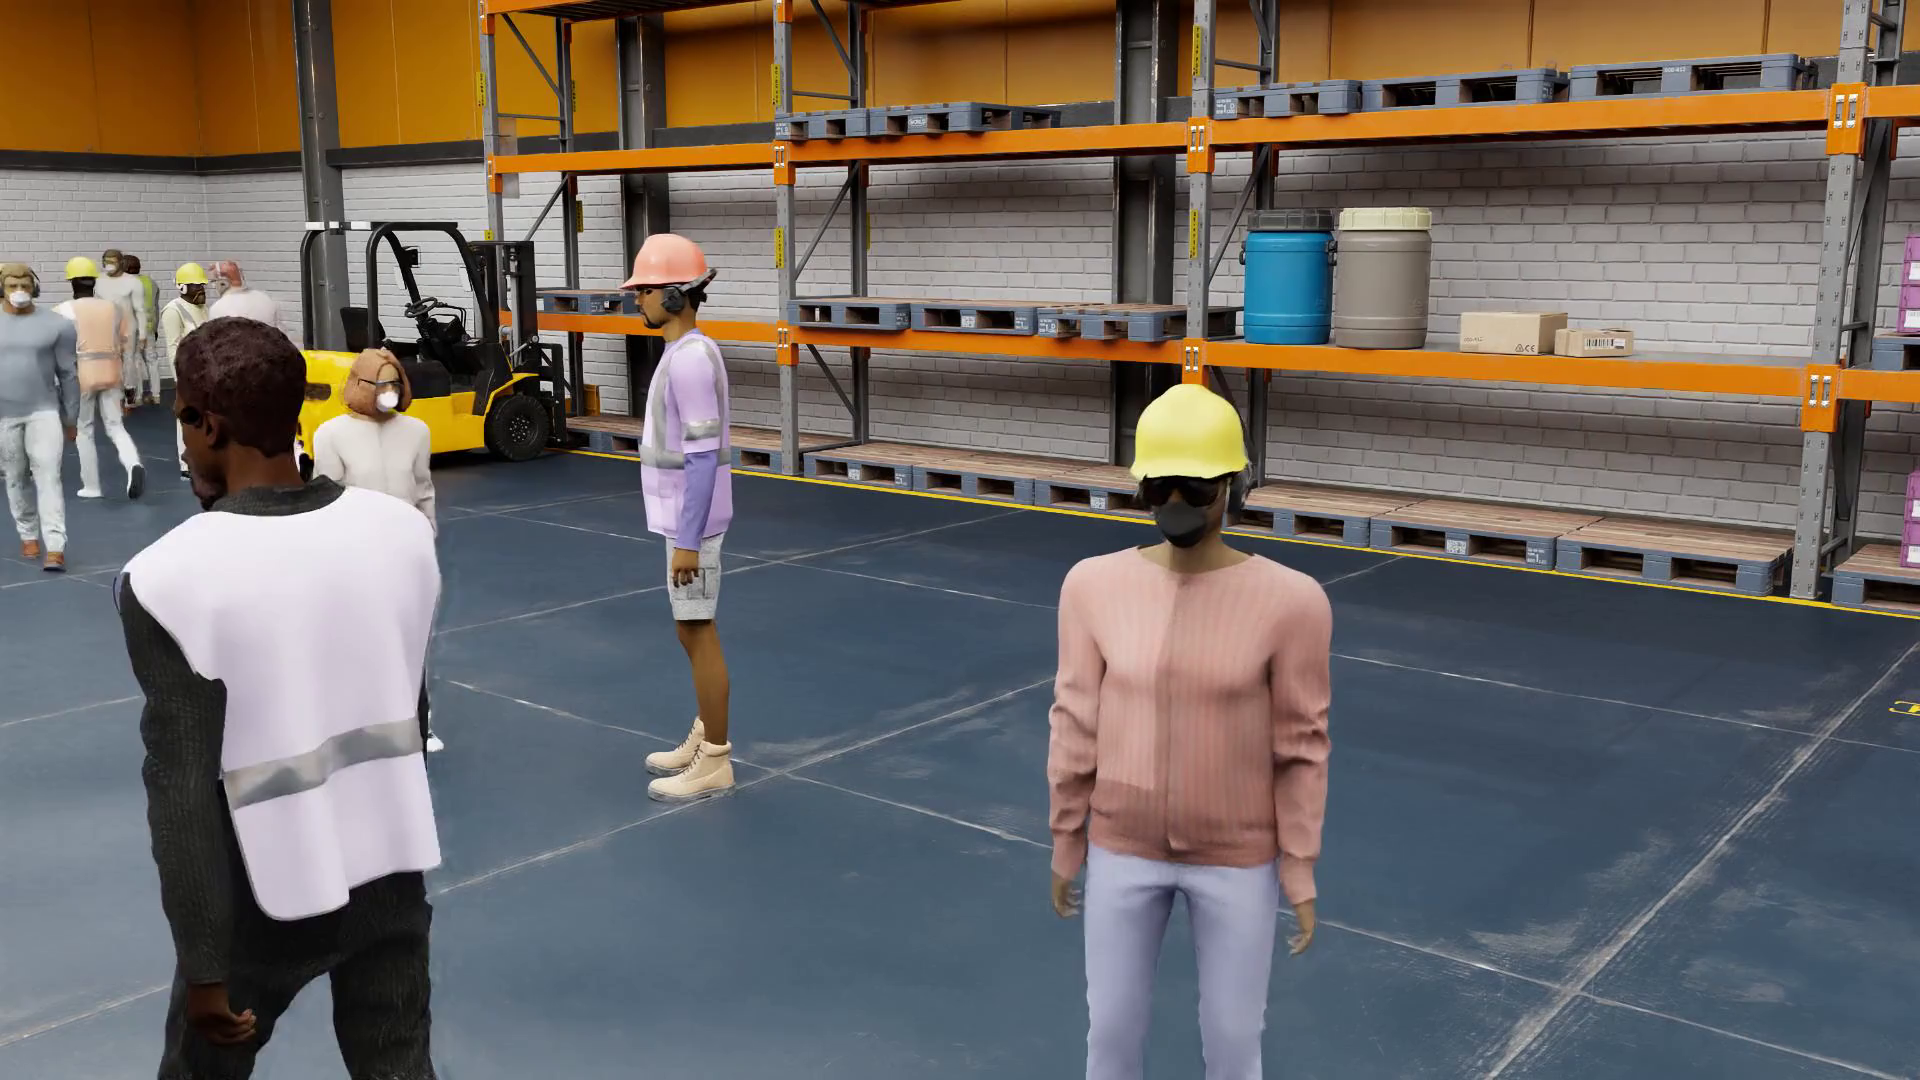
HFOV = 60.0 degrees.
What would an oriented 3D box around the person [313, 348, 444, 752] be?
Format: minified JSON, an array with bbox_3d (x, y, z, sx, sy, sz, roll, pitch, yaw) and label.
[{"bbox_3d":[-2.374,0.027,6.679,0.674,1.611,0.517,10,14,43],"label":"person"}]

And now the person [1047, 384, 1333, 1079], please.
[{"bbox_3d":[0.417,0.589,3.131,0.530,1.768,0.314,3,11,16],"label":"person"}]

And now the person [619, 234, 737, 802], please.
[{"bbox_3d":[-1.017,-0.074,6.034,0.381,2.041,0.616,-2,10,-10],"label":"person"}]

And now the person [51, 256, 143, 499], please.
[{"bbox_3d":[-6.673,-1.236,12.873,0.798,1.899,0.595,8,13,39],"label":"person"}]

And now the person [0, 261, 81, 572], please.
[{"bbox_3d":[-5.787,-0.766,10.297,0.639,1.896,0.949,-4,11,-23],"label":"person"}]

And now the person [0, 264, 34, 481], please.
[{"bbox_3d":[-8.022,-1.418,14.094,0.403,1.826,0.594,-3,11,-15],"label":"person"}]

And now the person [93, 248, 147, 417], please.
[{"bbox_3d":[-9.650,-2.369,19.075,0.650,1.924,0.429,0,10,-2],"label":"person"}]

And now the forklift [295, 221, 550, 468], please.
[{"bbox_3d":[-4.922,-1.741,14.854,1.214,2.155,2.313,8,13,38],"label":"forklift"}]

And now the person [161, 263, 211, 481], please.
[{"bbox_3d":[-6.445,-1.415,14.050,0.404,1.830,0.601,1,10,6],"label":"person"}]

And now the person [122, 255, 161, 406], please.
[{"bbox_3d":[-10.119,-2.569,20.418,0.429,1.845,0.621,5,11,24],"label":"person"}]

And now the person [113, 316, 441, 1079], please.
[{"bbox_3d":[-1.150,0.573,2.869,0.634,1.897,0.612,7,12,33],"label":"person"}]

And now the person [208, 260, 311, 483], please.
[{"bbox_3d":[-5.643,-1.306,13.346,0.736,1.871,0.697,5,11,26],"label":"person"}]
